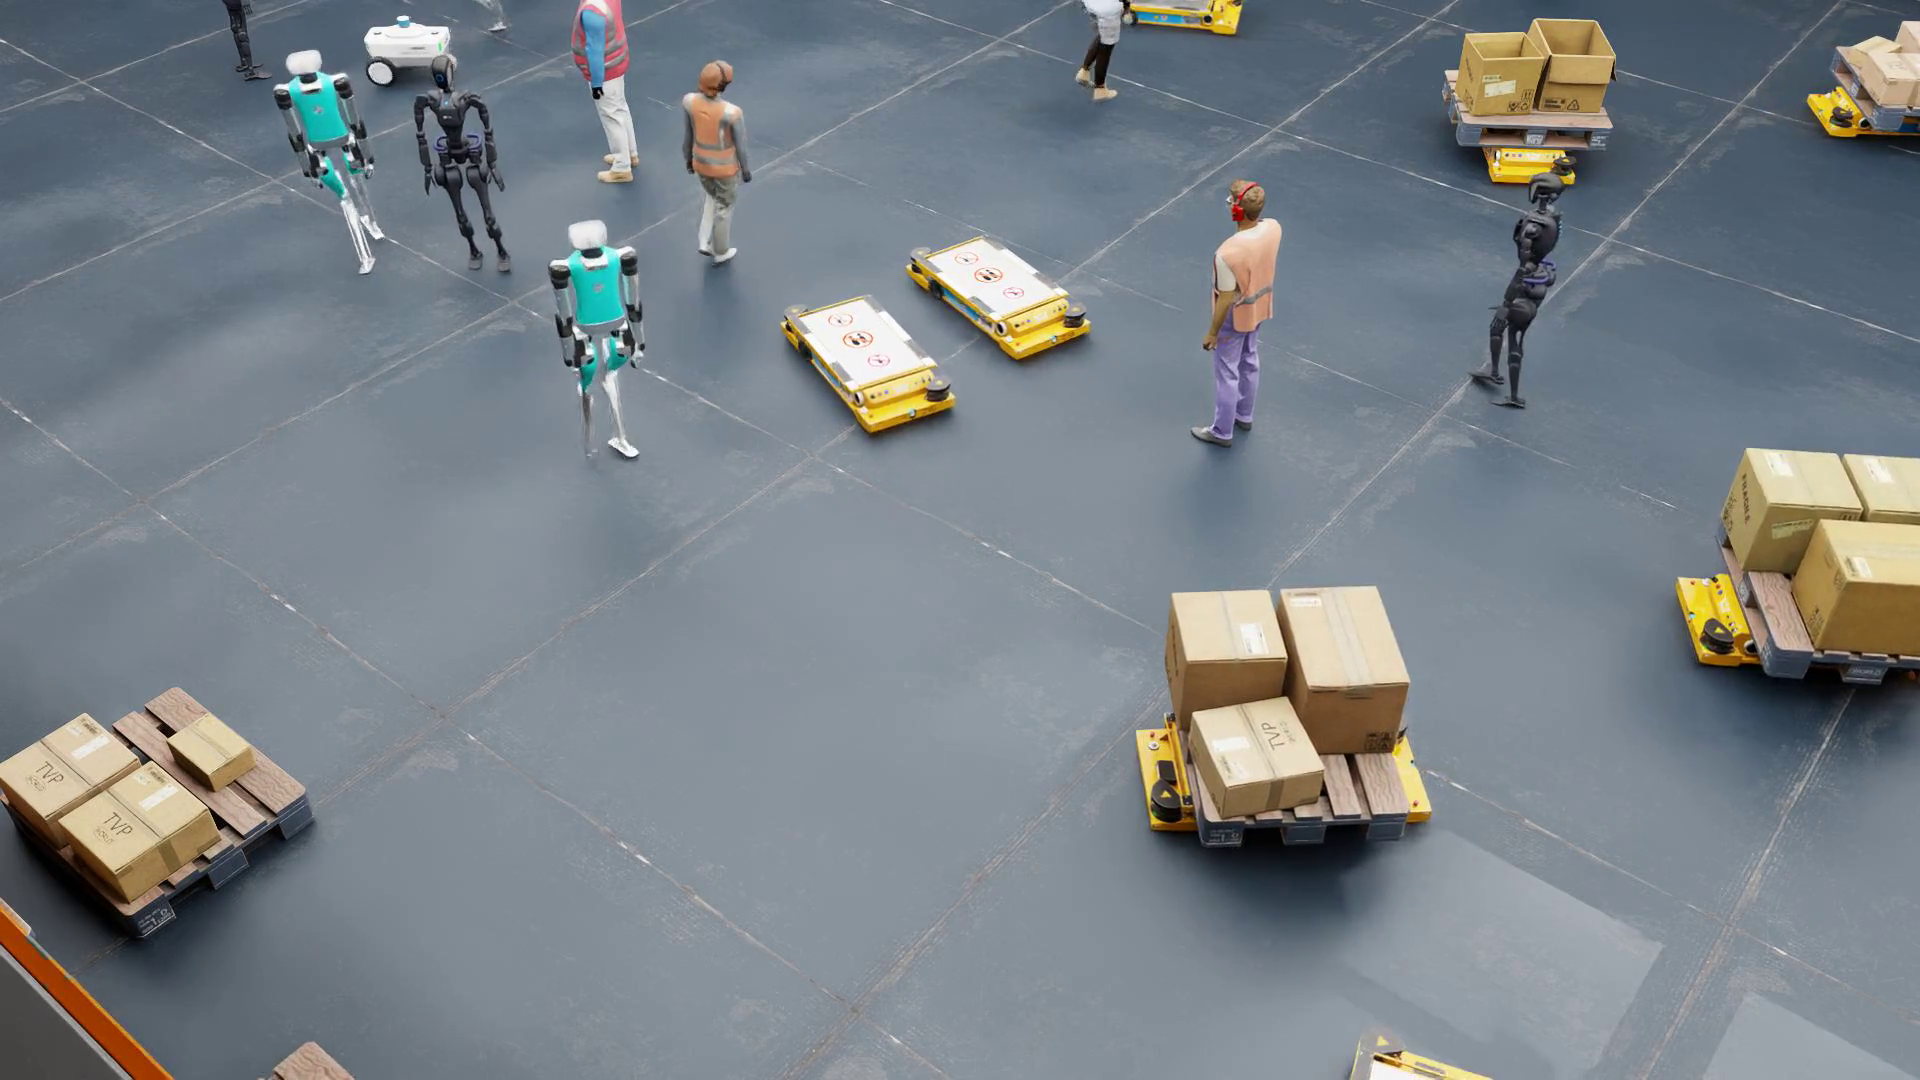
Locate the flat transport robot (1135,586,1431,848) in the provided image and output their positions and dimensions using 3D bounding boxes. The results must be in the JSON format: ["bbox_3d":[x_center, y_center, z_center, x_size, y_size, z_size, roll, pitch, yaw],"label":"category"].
[{"bbox_3d":[1.671,1.192,8.676,1.431,0.231,0.659,-2,40,-2],"label":"flat transport robot"}]

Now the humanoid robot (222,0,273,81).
[{"bbox_3d":[-6.500,-4.962,14.815,0.315,1.659,0.599,-21,45,-23],"label":"humanoid robot"}]

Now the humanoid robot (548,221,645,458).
[{"bbox_3d":[-2.270,-1.263,10.447,0.547,1.805,0.692,-16,43,-18],"label":"humanoid robot"}]

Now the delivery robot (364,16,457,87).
[{"bbox_3d":[-5.014,-4.442,15.098,0.815,0.614,0.499,0,40,0],"label":"delivery robot"}]

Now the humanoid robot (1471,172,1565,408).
[{"bbox_3d":[3.688,-1.636,10.921,0.435,1.646,0.591,21,45,23],"label":"humanoid robot"}]

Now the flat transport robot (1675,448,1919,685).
[{"bbox_3d":[4.918,0.475,9.519,1.431,0.231,0.659,4,41,5],"label":"flat transport robot"}]

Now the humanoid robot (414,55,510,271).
[{"bbox_3d":[-3.667,-2.737,12.204,0.588,1.650,0.390,-5,41,-6],"label":"humanoid robot"}]

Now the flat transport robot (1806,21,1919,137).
[{"bbox_3d":[8.209,-3.711,14.444,1.431,0.231,0.659,3,40,3],"label":"flat transport robot"}]

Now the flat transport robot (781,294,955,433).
[{"bbox_3d":[-0.661,-1.268,11.569,0.659,0.231,1.431,-20,44,-22],"label":"flat transport robot"}]

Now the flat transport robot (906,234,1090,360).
[{"bbox_3d":[0.262,-1.819,12.218,0.659,0.231,1.431,-24,46,-26],"label":"flat transport robot"}]

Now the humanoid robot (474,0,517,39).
[{"bbox_3d":[-4.382,-5.472,15.435,0.778,1.848,0.531,-28,48,-29],"label":"humanoid robot"}]

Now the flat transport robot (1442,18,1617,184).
[{"bbox_3d":[4.757,-3.443,14.128,0.659,0.231,1.431,3,40,3],"label":"flat transport robot"}]

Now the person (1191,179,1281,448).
[{"bbox_3d":[1.765,-1.404,10.513,0.387,1.844,0.563,32,50,32],"label":"person"}]

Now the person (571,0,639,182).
[{"bbox_3d":[-2.861,-3.769,13.310,0.431,1.836,0.629,1,40,1],"label":"person"}]

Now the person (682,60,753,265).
[{"bbox_3d":[-1.777,-2.765,12.277,0.532,1.617,0.375,18,44,20],"label":"person"}]

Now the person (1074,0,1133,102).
[{"bbox_3d":[1.278,-4.624,14.425,0.371,1.689,0.542,-21,45,-23],"label":"person"}]

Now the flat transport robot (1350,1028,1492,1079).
[{"bbox_3d":[1.842,2.729,6.868,0.659,0.231,1.431,14,42,16],"label":"flat transport robot"}]

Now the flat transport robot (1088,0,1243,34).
[{"bbox_3d":[2.009,-5.202,16.198,1.431,0.231,0.659,9,41,10],"label":"flat transport robot"}]

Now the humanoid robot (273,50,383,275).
[{"bbox_3d":[-4.637,-2.932,12.411,0.541,1.770,0.943,-8,41,-10],"label":"humanoid robot"}]
